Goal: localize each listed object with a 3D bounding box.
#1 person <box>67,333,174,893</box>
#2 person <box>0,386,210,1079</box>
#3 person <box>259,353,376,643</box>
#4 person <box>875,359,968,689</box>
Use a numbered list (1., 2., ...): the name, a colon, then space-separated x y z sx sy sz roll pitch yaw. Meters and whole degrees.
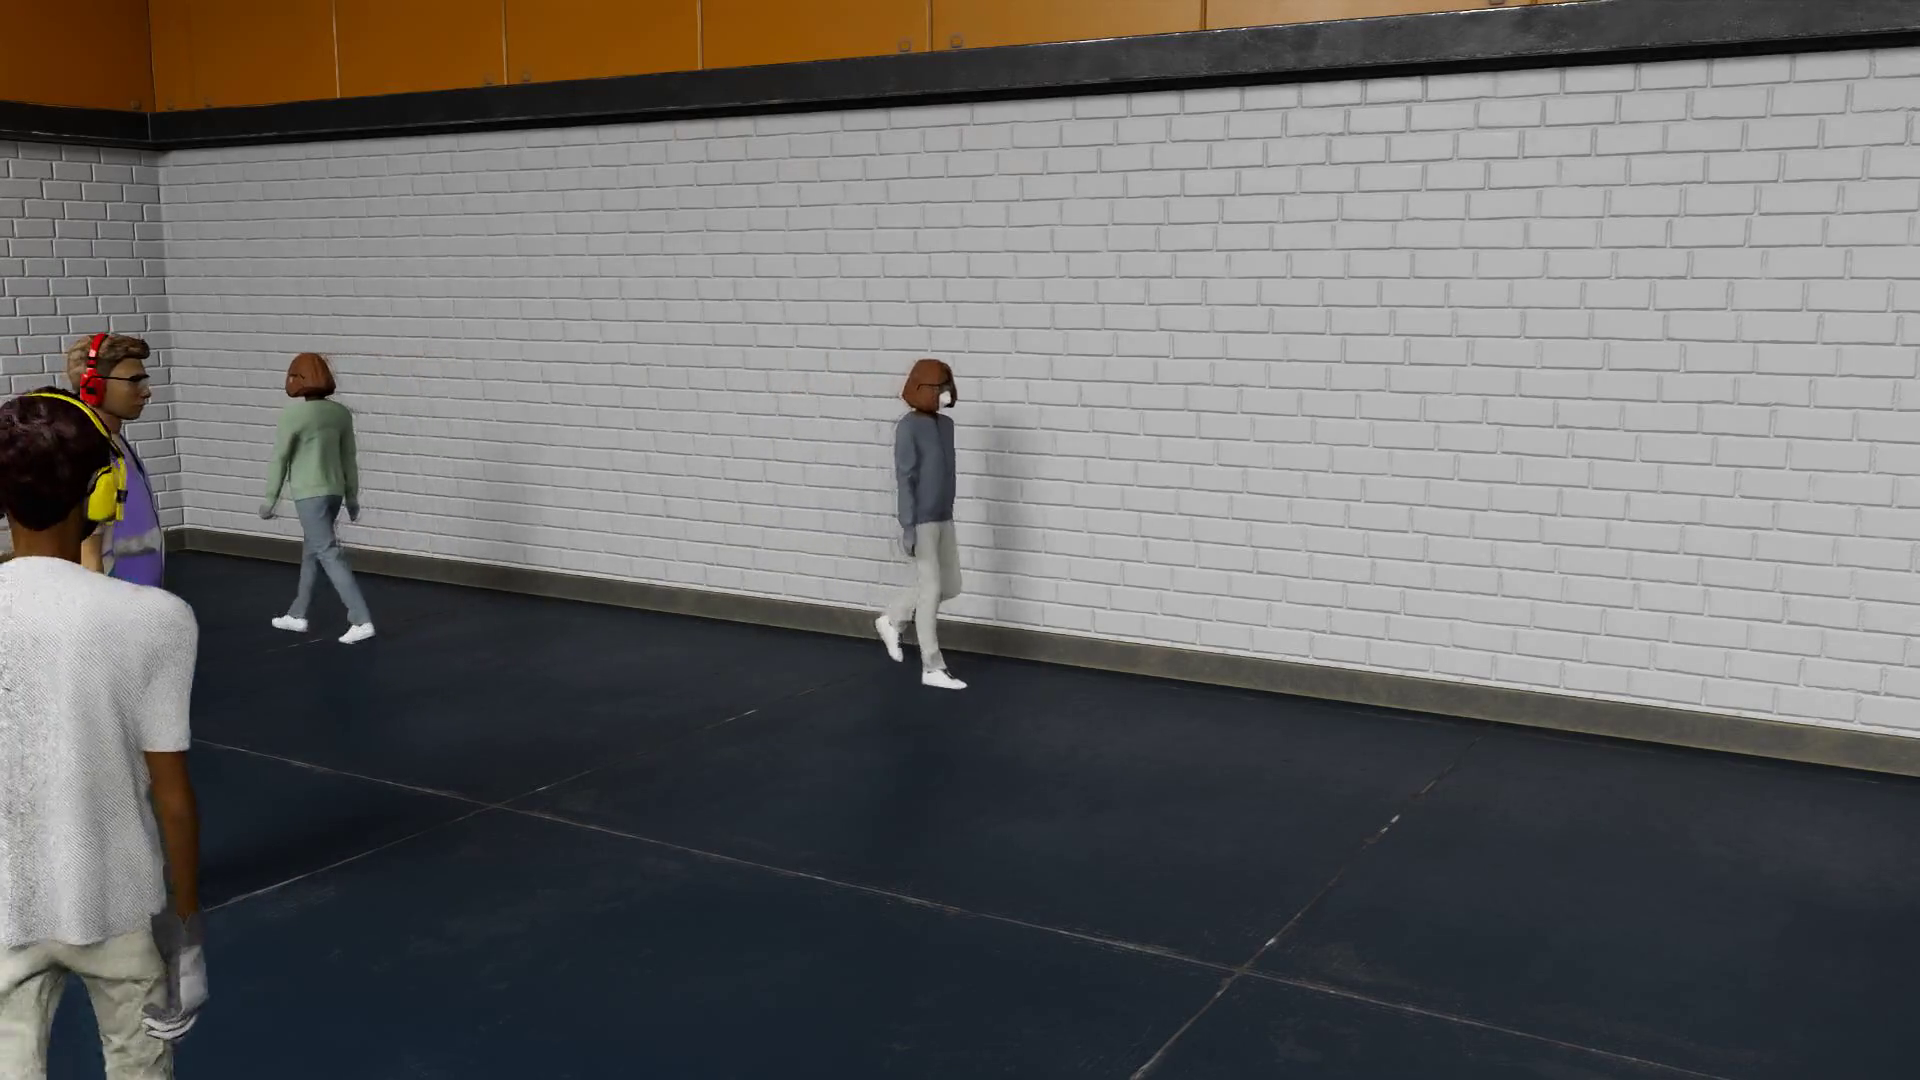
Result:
1. person: -2.664 0.281 5.184 0.373 1.839 0.572 -3 10 -19
2. person: -1.547 0.667 2.818 0.521 1.842 0.883 -3 9 -16
3. person: -3.545 -0.234 9.178 0.853 1.592 0.499 3 10 21
4. person: -0.200 -0.083 8.164 0.523 1.619 0.504 6 11 31
